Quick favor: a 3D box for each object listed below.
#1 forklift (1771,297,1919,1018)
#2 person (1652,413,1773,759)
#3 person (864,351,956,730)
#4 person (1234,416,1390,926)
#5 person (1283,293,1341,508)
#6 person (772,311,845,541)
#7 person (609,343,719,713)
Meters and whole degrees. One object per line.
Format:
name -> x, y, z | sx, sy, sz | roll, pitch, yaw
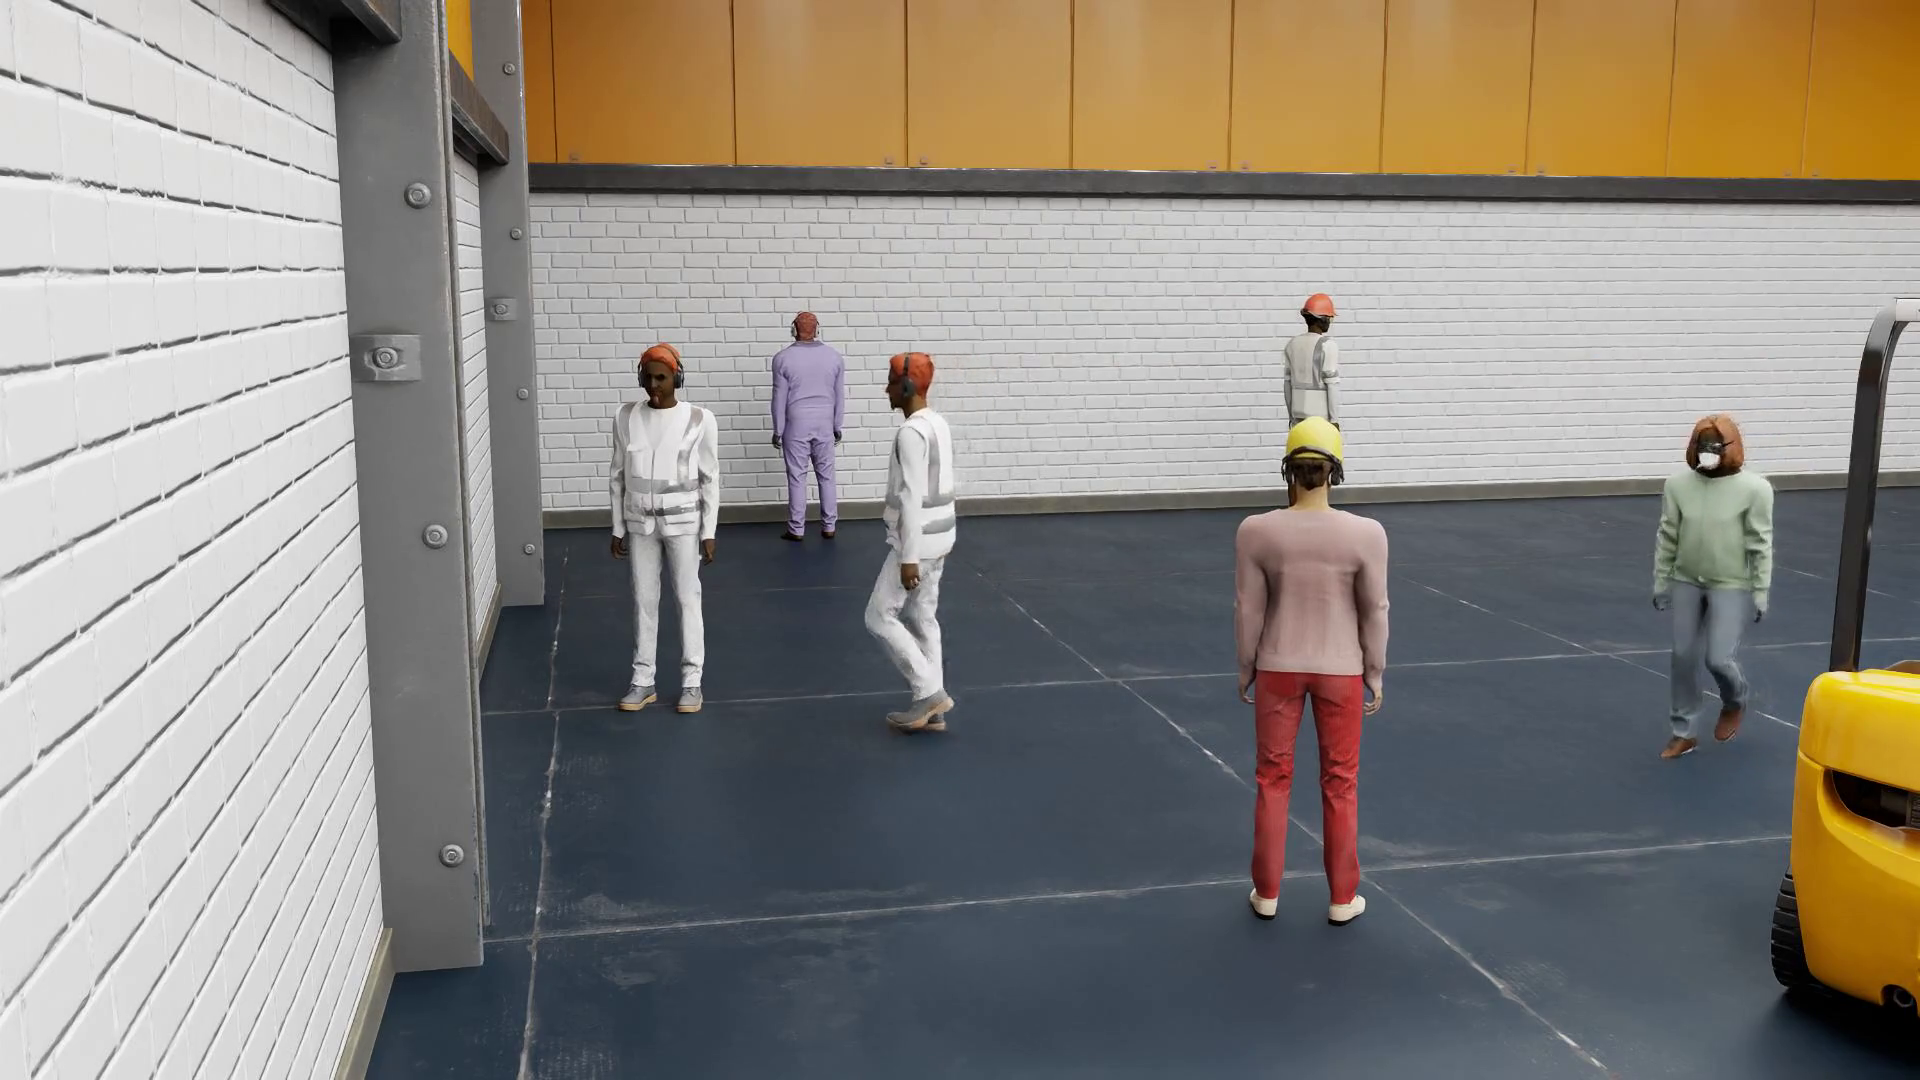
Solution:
forklift -> 3.542, 0.334, 5.177 | 2.313, 2.155, 1.214 | -9, 13, -43
person -> 3.456, 0.219, 7.625 | 0.416, 1.618, 0.519 | -8, 12, -40
person -> -0.236, 0.024, 8.052 | 0.423, 1.865, 0.599 | 2, 10, 14
person -> 1.206, 0.456, 5.745 | 0.523, 1.765, 0.316 | 3, 10, 16
person -> 3.047, -1.089, 14.305 | 0.377, 2.044, 0.608 | -6, 11, -32
person -> -1.273, -0.940, 13.817 | 0.640, 1.909, 0.409 | -4, 10, -25
person -> -1.512, -0.055, 8.485 | 0.573, 1.885, 0.354 | 2, 9, 9
